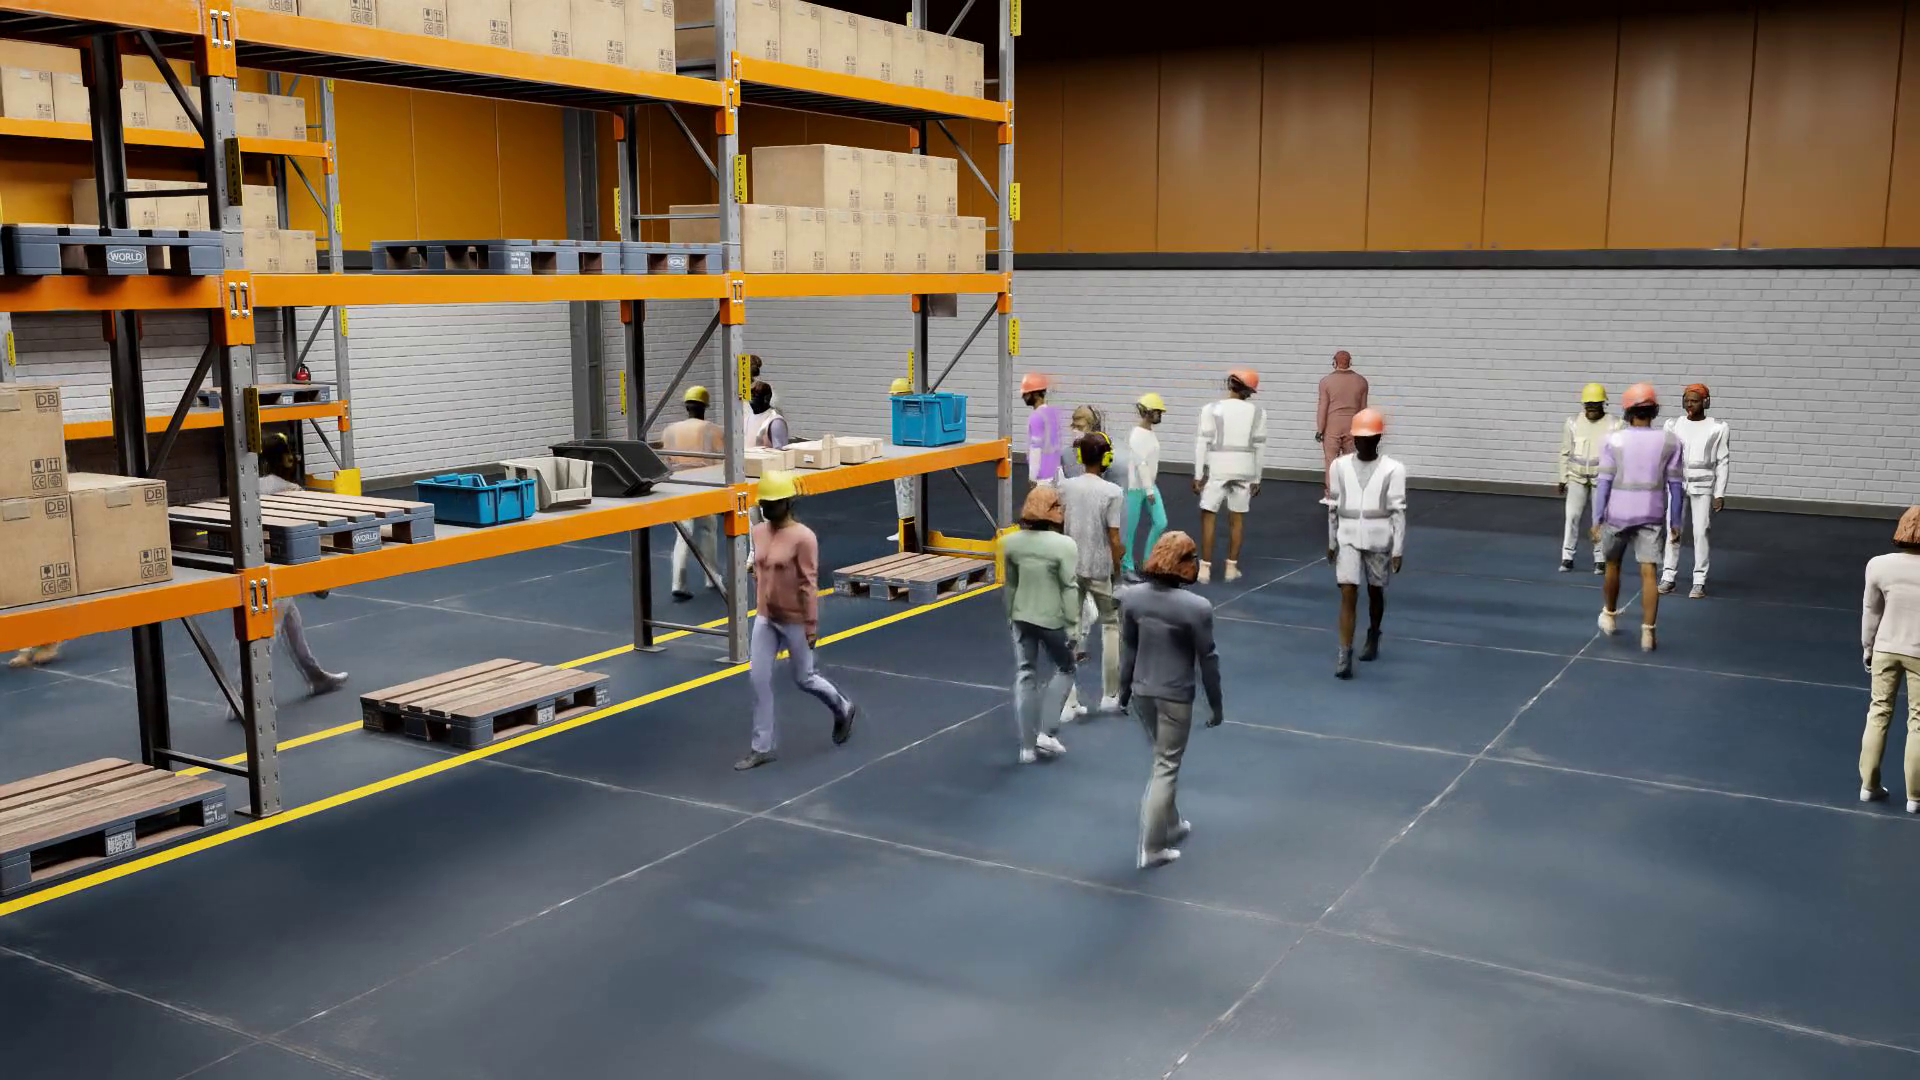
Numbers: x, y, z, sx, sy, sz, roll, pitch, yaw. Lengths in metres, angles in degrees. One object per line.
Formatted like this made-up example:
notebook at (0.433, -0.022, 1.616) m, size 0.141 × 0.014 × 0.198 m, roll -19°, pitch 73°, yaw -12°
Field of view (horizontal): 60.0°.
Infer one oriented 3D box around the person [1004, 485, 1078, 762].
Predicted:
person at (0.486, 0.483, 9.686) m, size 0.526 × 1.615 × 0.389 m, roll 6°, pitch 11°, yaw 33°

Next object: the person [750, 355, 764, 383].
person at (-2.590, -1.382, 20.688) m, size 0.430 × 1.838 × 0.621 m, roll -9°, pitch 12°, yaw -43°

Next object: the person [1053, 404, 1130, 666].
person at (1.033, -0.053, 12.183) m, size 0.839 × 1.914 × 0.632 m, roll -8°, pitch 12°, yaw -42°

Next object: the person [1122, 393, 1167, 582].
person at (1.727, -0.470, 15.288) m, size 0.529 × 1.742 × 0.497 m, roll 7°, pitch 11°, yaw 36°

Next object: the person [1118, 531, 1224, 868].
person at (1.069, 0.750, 8.079) m, size 0.518 × 1.608 × 0.684 m, roll 9°, pitch 13°, yaw 44°

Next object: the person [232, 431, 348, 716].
person at (-4.424, 0.203, 10.869) m, size 0.538 × 1.813 × 0.996 m, roll 5°, pitch 10°, yaw 29°

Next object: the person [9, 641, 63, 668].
person at (-6.761, 0.020, 11.956) m, size 0.656 × 1.829 × 0.452 m, roll 2°, pitch 9°, yaw 14°

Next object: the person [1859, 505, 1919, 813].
person at (5.031, 0.624, 8.820) m, size 0.277 × 1.629 × 0.496 m, roll -7°, pitch 11°, yaw -36°

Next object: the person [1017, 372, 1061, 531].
person at (0.876, -0.663, 16.020) m, size 0.812 × 1.907 × 0.550 m, roll 3°, pitch 10°, yaw 19°

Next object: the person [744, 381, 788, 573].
person at (-1.873, -0.570, 15.593) m, size 0.429 × 1.847 × 0.625 m, roll -8°, pitch 12°, yaw -40°

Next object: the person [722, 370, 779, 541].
person at (-2.202, -0.968, 18.019) m, size 0.658 × 1.874 × 1.028 m, roll 3°, pitch 10°, yaw 21°

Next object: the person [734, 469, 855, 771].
person at (-0.967, 0.437, 9.667) m, size 0.526 × 1.735 × 0.778 m, roll 7°, pitch 12°, yaw 38°

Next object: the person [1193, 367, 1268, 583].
person at (2.404, -0.597, 15.334) m, size 0.838 × 1.983 × 0.432 m, roll -1°, pitch 9°, yaw -7°

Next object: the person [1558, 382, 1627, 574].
person at (5.993, -0.585, 15.771) m, size 0.612 × 1.821 × 0.432 m, roll 6°, pitch 11°, yaw 34°

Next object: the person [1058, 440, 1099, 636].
person at (1.039, -0.076, 13.313) m, size 0.493 × 1.590 × 0.888 m, roll 4°, pitch 10°, yaw 25°

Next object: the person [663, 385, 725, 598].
person at (-2.343, -0.430, 14.692) m, size 0.621 × 1.862 × 0.976 m, roll 1°, pitch 9°, yaw 7°

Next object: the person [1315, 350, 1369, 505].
person at (4.667, -1.373, 20.418) m, size 0.652 × 1.904 × 0.402 m, roll -2°, pitch 9°, yaw -10°

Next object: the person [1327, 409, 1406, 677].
person at (2.894, 0.004, 11.879) m, size 0.558 × 1.886 × 1.023 m, roll 4°, pitch 10°, yaw 22°

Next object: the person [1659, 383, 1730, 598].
person at (6.416, -0.432, 14.606) m, size 0.587 × 1.882 × 0.341 m, roll 8°, pitch 12°, yaw 40°

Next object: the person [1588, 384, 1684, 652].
person at (5.176, -0.189, 12.788) m, size 0.674 × 1.985 × 1.010 m, roll 2°, pitch 9°, yaw 14°

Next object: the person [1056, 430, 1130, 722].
person at (0.859, 0.217, 10.690) m, size 0.560 × 1.837 × 0.761 m, roll 5°, pitch 10°, yaw 29°

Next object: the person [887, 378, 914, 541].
person at (-0.610, -0.851, 17.699) m, size 0.314 × 1.732 × 0.484 m, roll 4°, pitch 10°, yaw 23°
